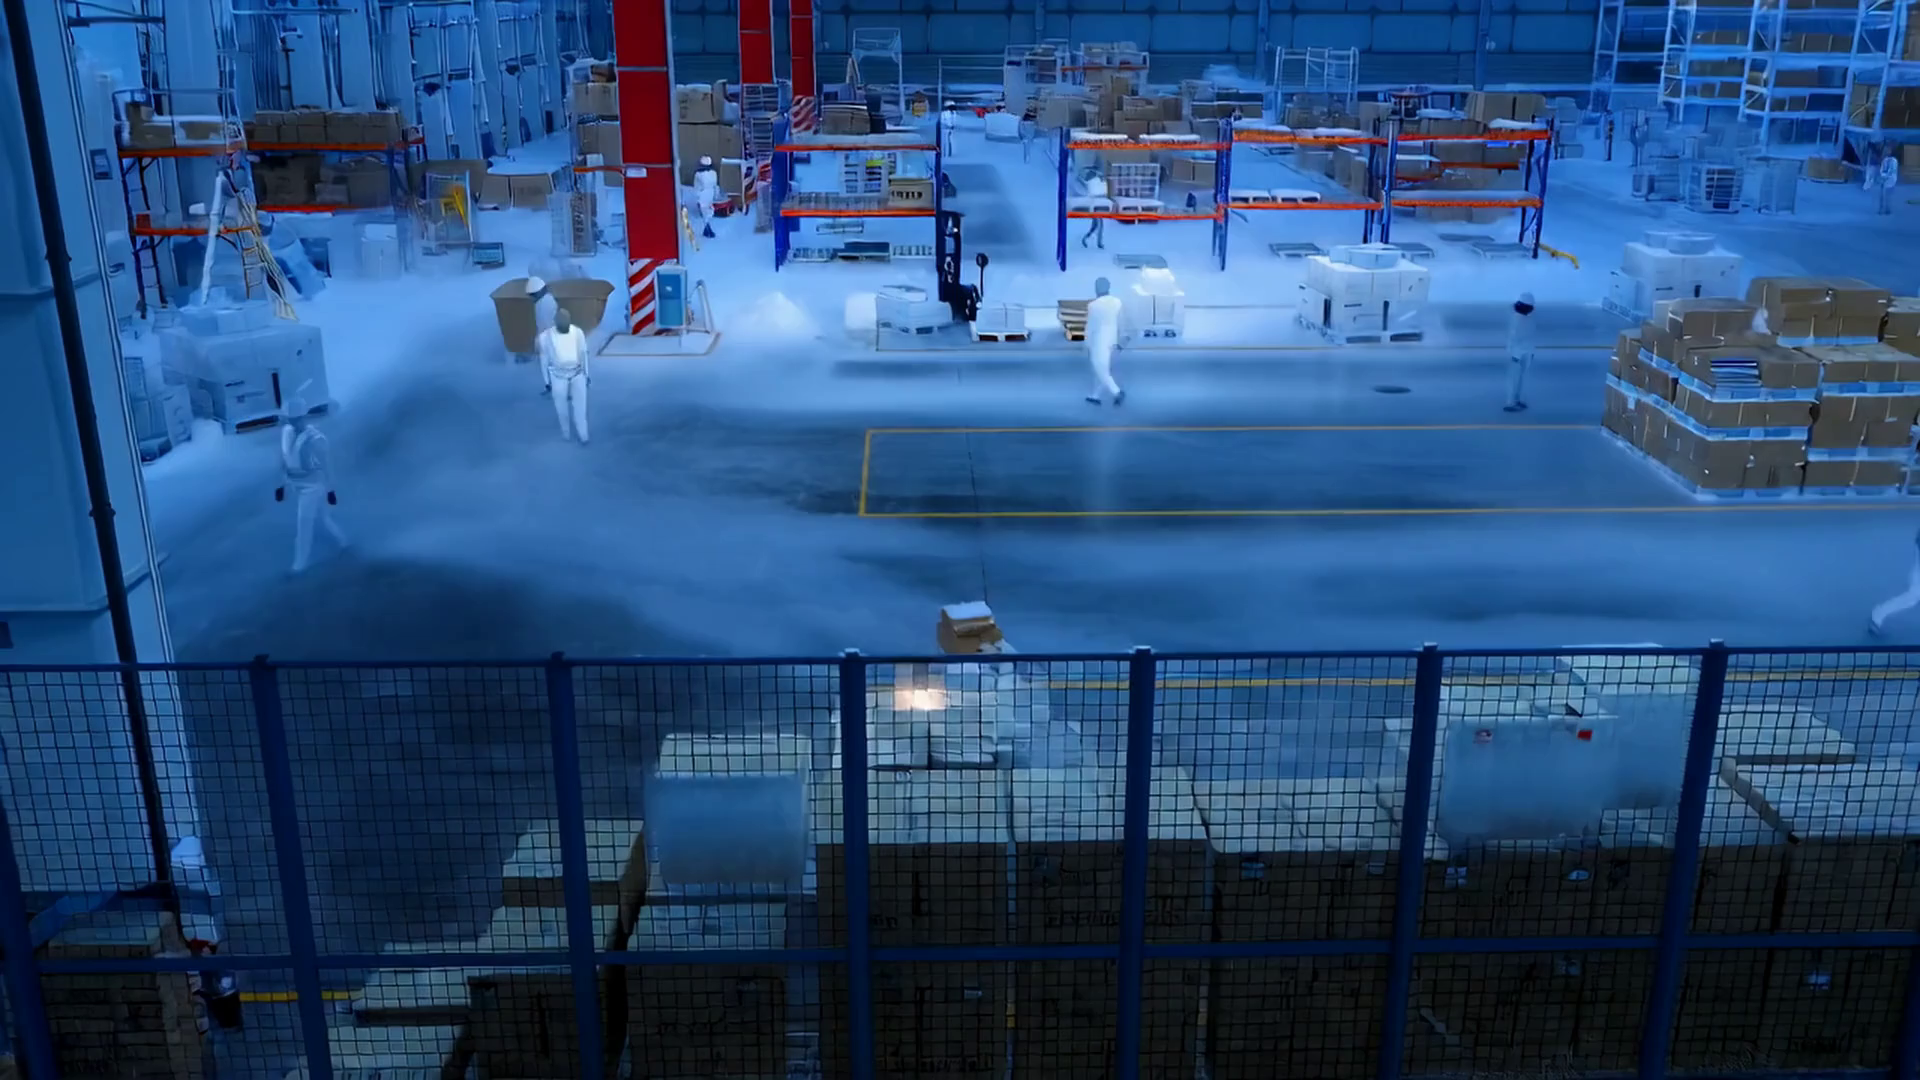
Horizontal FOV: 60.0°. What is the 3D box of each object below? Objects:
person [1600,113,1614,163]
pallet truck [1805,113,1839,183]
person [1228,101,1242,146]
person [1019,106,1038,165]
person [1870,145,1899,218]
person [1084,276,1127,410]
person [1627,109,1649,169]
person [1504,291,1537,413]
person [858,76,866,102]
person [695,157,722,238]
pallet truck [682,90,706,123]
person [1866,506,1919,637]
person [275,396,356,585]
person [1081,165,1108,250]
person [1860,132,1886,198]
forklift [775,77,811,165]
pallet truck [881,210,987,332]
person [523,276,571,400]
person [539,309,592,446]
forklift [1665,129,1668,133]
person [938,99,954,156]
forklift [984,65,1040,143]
[{"bbox_3d":[21.795,-13.524,55.922,0.314,1.629,0.509,1,19,2],"label":"person"},{"bbox_3d":[26.403,-11.957,50.702,0.823,1.965,1.885,6,19,16],"label":"pallet truck"},{"bbox_3d":[10.121,-15.349,61.357,0.521,1.618,0.709,6,20,18],"label":"person"},{"bbox_3d":[2.270,-13.381,55.038,0.627,1.925,0.428,1,19,3],"label":"person"},{"bbox_3d":[23.760,-9.203,42.755,0.696,1.856,0.587,3,19,7],"label":"person"},{"bbox_3d":[2.094,-2.790,23.652,0.636,1.915,0.834,-14,23,-36],"label":"person"},{"bbox_3d":[22.061,-13.028,54.023,0.383,1.909,0.593,-7,20,-20],"label":"person"},{"bbox_3d":[7.928,-2.669,23.558,0.352,1.732,0.503,15,24,38],"label":"person"},{"bbox_3d":[-4.238,-19.094,71.993,0.379,1.932,0.623,-1,19,-4],"label":"person"},{"bbox_3d":[-5.975,-8.157,39.587,0.562,1.885,0.973,-9,21,-26],"label":"person"},{"bbox_3d":[-9.671,-15.907,62.421,0.823,1.965,1.885,5,19,15],"label":"pallet truck"},{"bbox_3d":[8.720,0.169,15.011,0.519,1.824,0.825,-5,19,-16],"label":"person"},{"bbox_3d":[-6.685,-0.577,17.116,0.607,1.905,1.012,13,23,34],"label":"person"},{"bbox_3d":[3.075,-7.522,37.682,0.543,1.913,0.595,-15,24,-38],"label":"person"},{"bbox_3d":[25.784,-10.561,46.829,0.640,1.819,0.714,-5,19,-13],"label":"person"},{"bbox_3d":[-5.920,-13.893,55.085,1.873,2.768,1.129,-1,19,-1],"label":"forklift"},{"bbox_3d":[-0.493,-4.759,29.349,1.885,1.965,0.823,-13,23,-34],"label":"pallet truck"},{"bbox_3d":[-6.020,-2.923,24.102,0.652,1.863,0.677,0,19,-1],"label":"person"},{"bbox_3d":[-5.125,-2.106,21.762,0.659,1.808,0.887,-8,20,-22],"label":"person"},{"bbox_3d":[29.065,-17.654,66.244,1.873,2.768,1.129,-1,19,-2],"label":"forklift"},{"bbox_3d":[-0.483,-14.353,57.901,0.543,1.940,0.361,-1,19,-3],"label":"person"},{"bbox_3d":[1.948,-16.471,62.733,1.873,2.768,1.129,-7,20,-19],"label":"forklift"}]
